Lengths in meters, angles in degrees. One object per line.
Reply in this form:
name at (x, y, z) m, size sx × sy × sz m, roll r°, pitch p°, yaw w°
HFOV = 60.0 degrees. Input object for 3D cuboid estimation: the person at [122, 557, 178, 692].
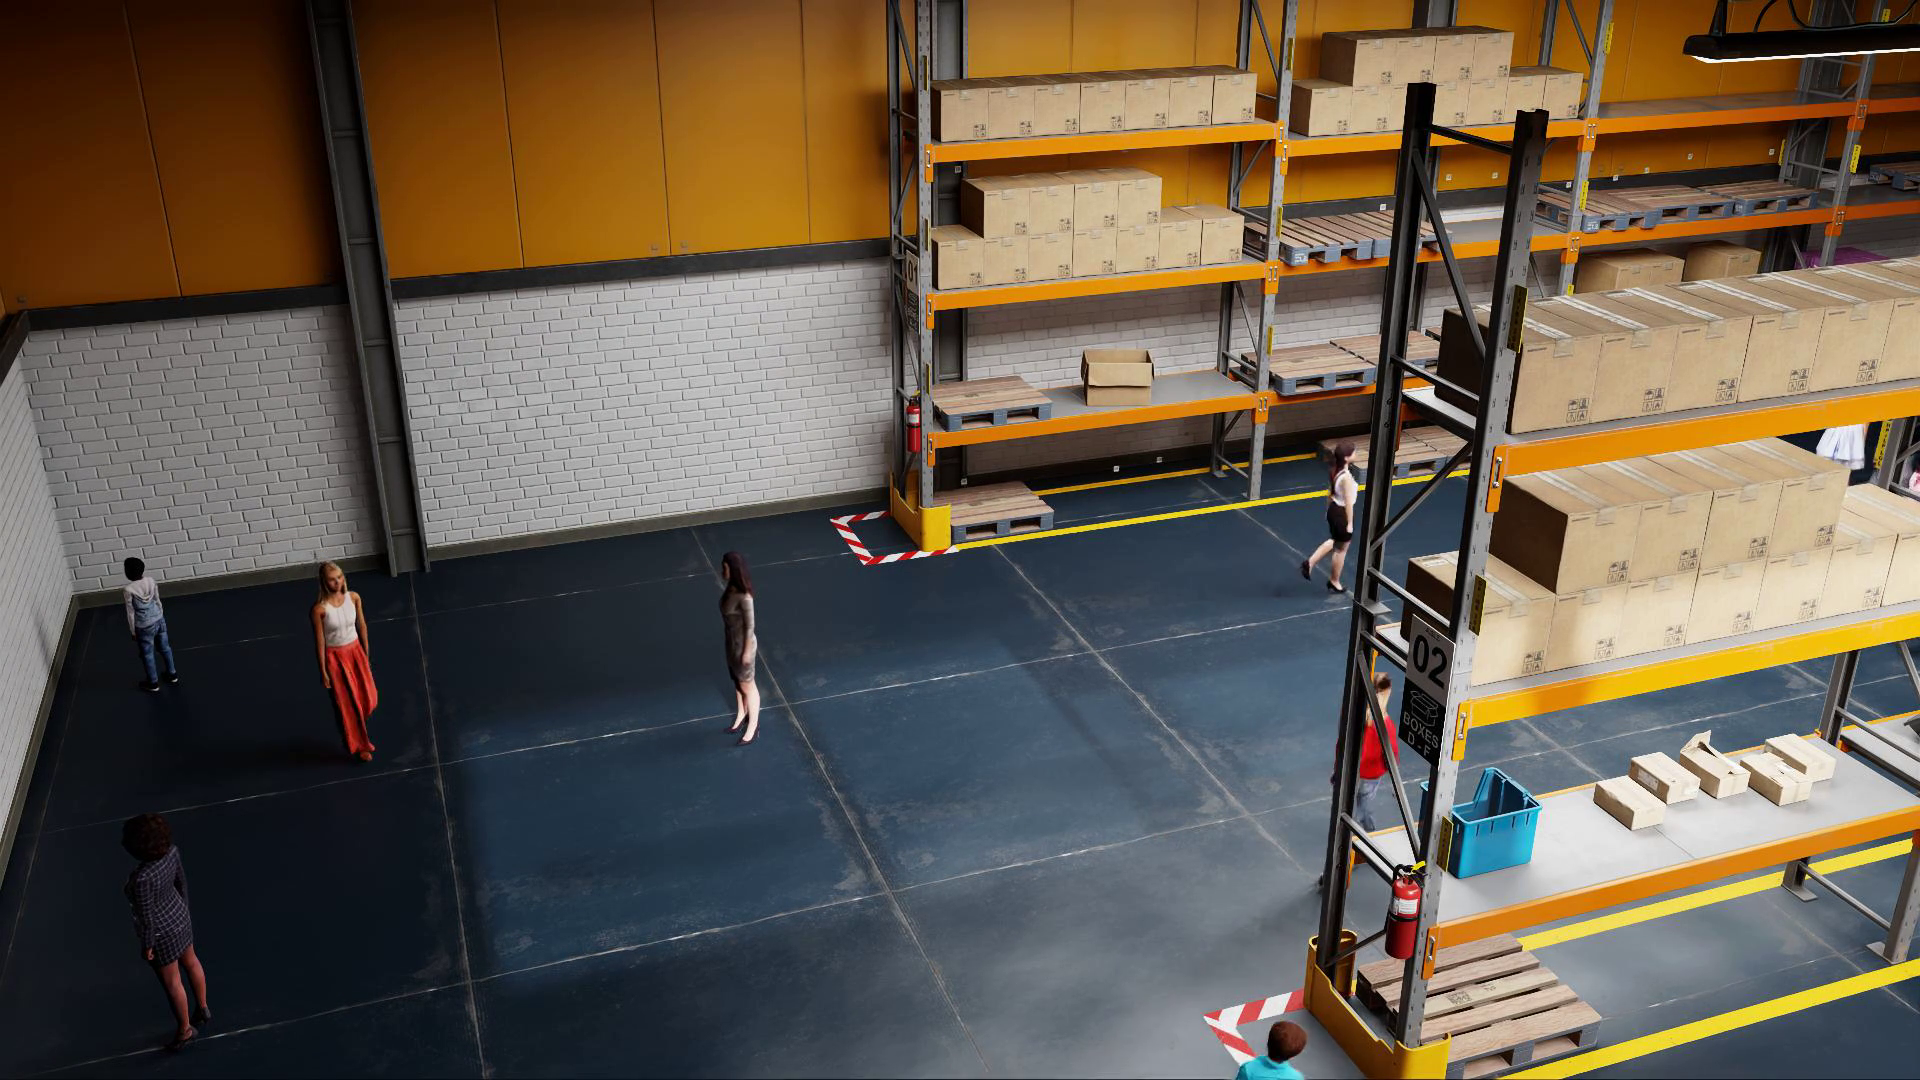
person at (-7.297, 0.736, 14.935) m, size 0.617 × 1.258 × 0.548 m, roll 14°, pitch 27°, yaw 29°

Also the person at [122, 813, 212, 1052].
person at (-4.982, 2.450, 10.458) m, size 0.701 × 1.703 × 0.695 m, roll 3°, pitch 24°, yaw 7°

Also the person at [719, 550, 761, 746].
person at (-1.846, 0.887, 13.978) m, size 0.554 × 1.747 × 0.617 m, roll -13°, pitch 27°, yaw -27°

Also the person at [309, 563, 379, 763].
person at (-5.140, 0.981, 13.715) m, size 0.898 × 1.786 × 0.891 m, roll 21°, pitch 31°, yaw 39°

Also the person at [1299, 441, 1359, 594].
person at (3.716, -0.199, 16.600) m, size 0.792 × 1.637 × 0.641 m, roll -3°, pitch 24°, yaw -8°

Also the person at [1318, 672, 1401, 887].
person at (2.857, 1.776, 12.060) m, size 1.174 × 1.656 × 0.852 m, roll -17°, pitch 29°, yaw -33°

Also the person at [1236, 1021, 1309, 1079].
person at (1.589, 3.238, 8.999) m, size 0.609 × 1.428 × 0.823 m, roll -3°, pitch 24°, yaw -7°

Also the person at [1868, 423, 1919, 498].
person at (9.853, -0.756, 17.779) m, size 1.170 × 1.713 × 1.057 m, roll 8°, pitch 25°, yaw 18°
